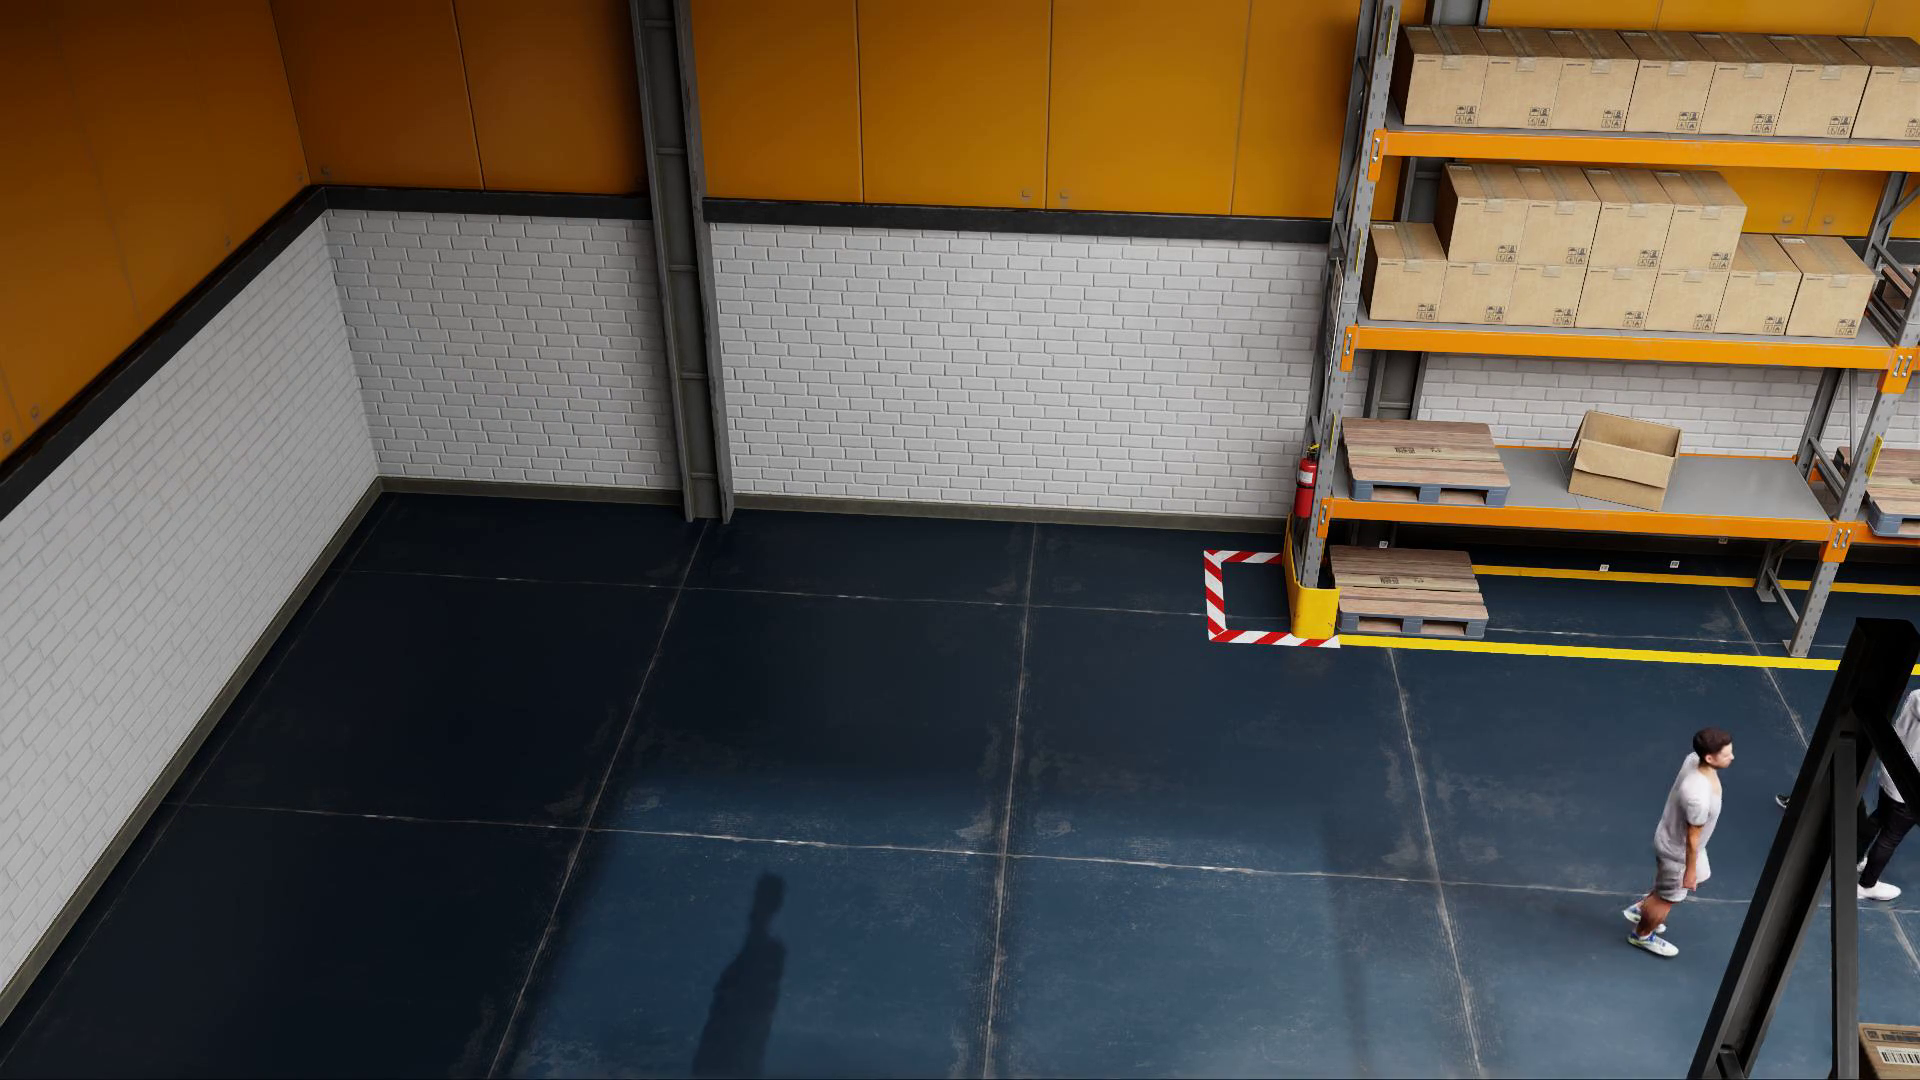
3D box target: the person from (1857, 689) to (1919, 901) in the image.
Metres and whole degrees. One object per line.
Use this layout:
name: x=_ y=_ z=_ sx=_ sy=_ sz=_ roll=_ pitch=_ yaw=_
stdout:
person: x=6.165 y=1.574 z=10.885 sx=0.669 sy=1.928 sz=0.742 roll=-5 pitch=34 yaw=-7

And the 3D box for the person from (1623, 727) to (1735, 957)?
person: x=4.463 y=1.884 z=10.497 sx=0.780 sy=1.842 sz=0.790 roll=13 pitch=36 yaw=19
